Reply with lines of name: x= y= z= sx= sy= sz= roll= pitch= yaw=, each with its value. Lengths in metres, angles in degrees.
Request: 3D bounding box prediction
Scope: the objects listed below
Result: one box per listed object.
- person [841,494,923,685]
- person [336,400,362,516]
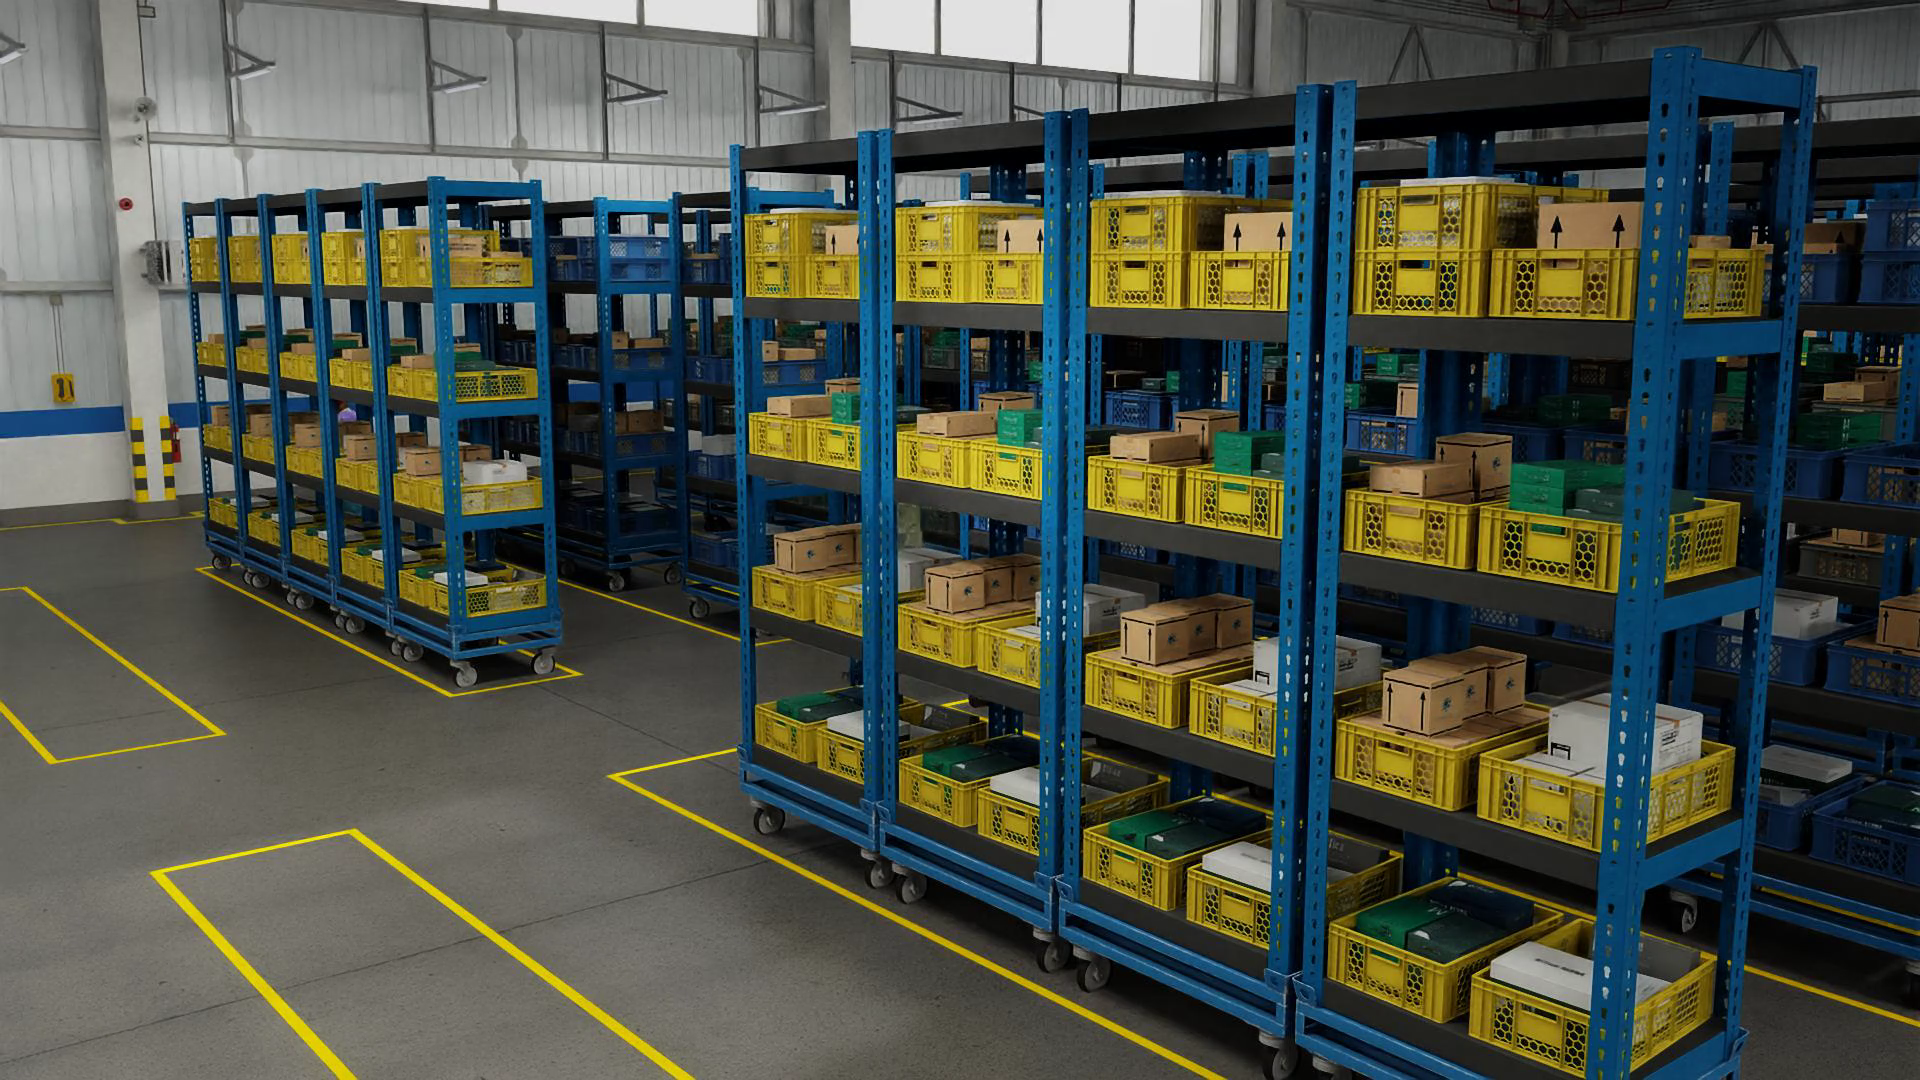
person: x=-0.573 y=0.124 z=12.167 sx=0.589 sy=1.788 sz=0.946 roll=8 pitch=13 yaw=42
person: x=-6.171 y=-0.677 z=16.820 sx=0.392 sy=1.836 sz=0.561 roll=-3 pitch=10 yaw=-15
